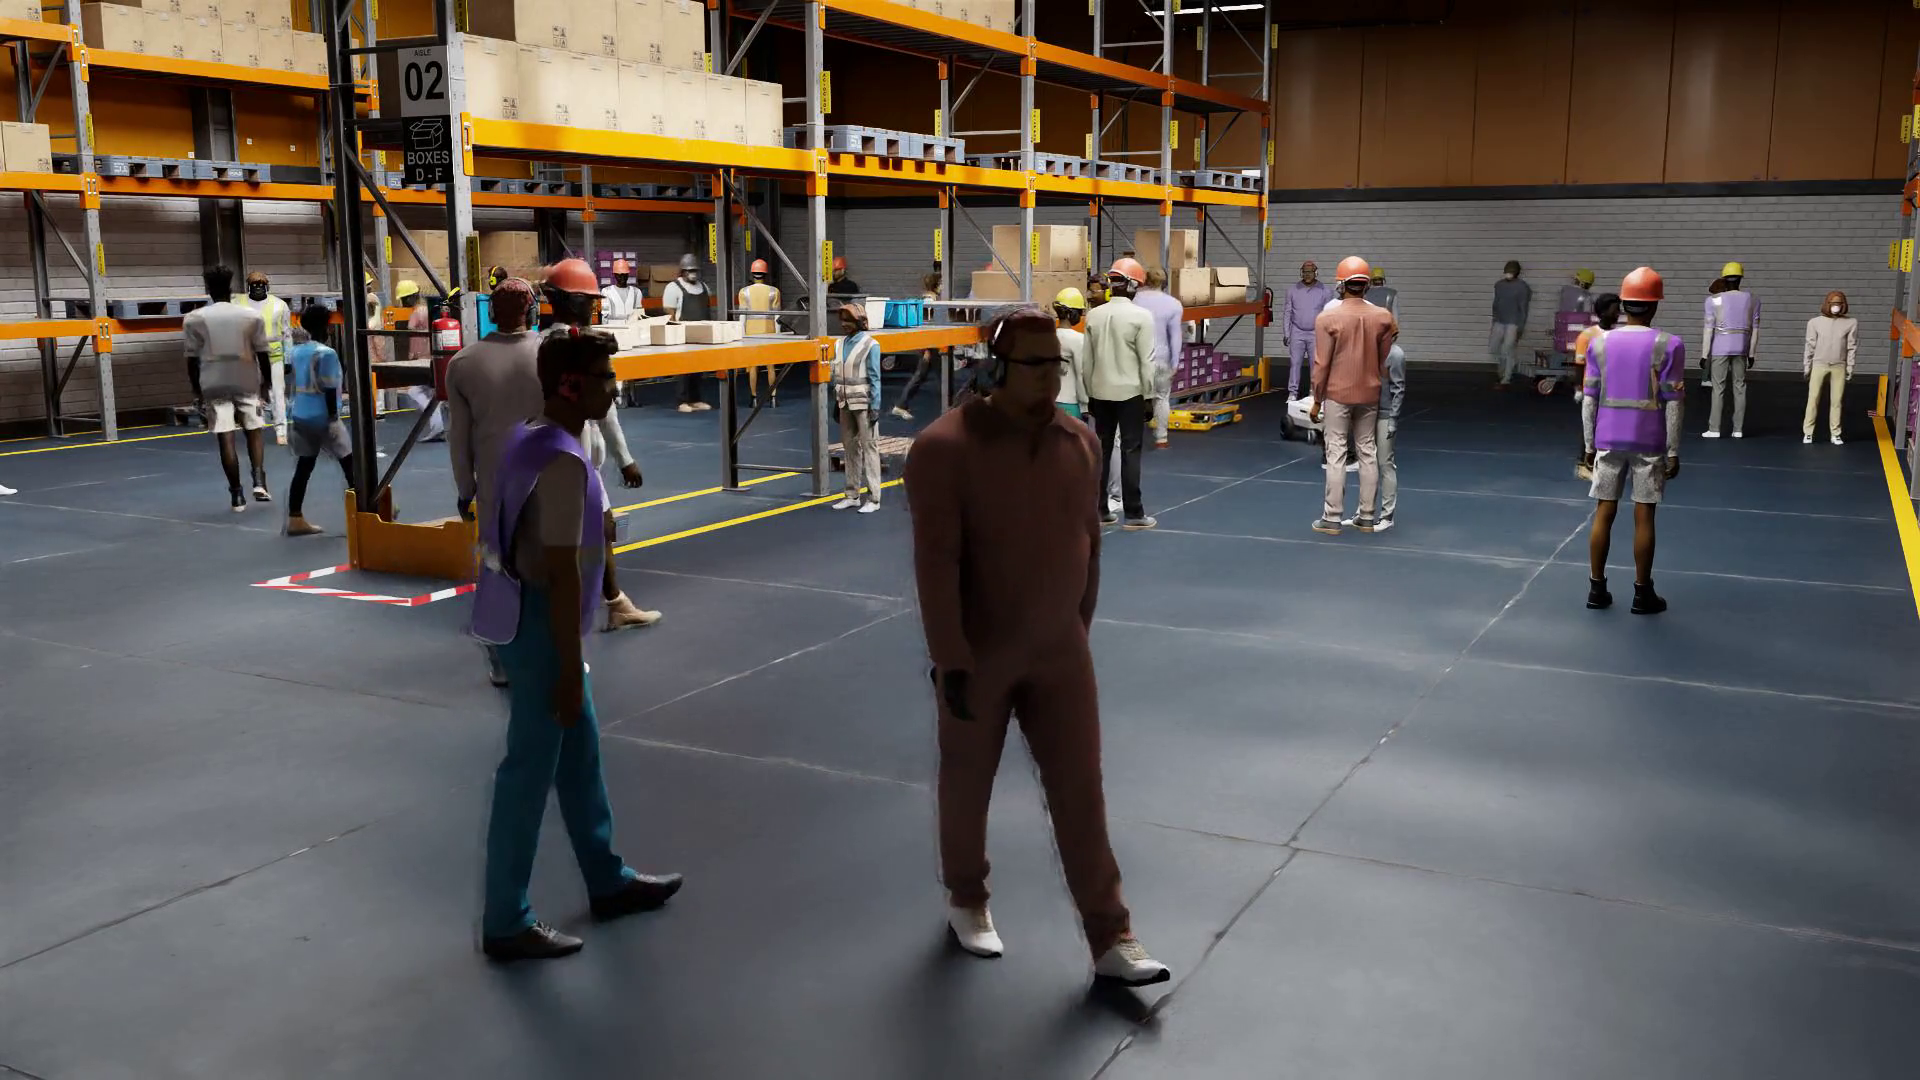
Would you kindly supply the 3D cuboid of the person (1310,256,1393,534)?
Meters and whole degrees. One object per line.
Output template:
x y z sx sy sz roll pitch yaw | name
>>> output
2.807 -1.032 11.985 0.608 1.995 0.377 -3 10 -15 | person

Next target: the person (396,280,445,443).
-5.729 -1.889 17.684 0.457 1.725 0.552 -5 11 -26 | person

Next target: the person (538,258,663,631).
-2.013 -0.443 8.576 0.977 2.004 0.617 -7 12 -36 | person

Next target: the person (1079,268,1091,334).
1.791 -2.861 23.014 0.621 1.845 0.429 2 10 9 | person

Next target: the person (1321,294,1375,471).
3.594 -1.589 15.471 0.385 1.910 0.599 -6 11 -30 | person

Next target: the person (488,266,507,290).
-5.341 -2.239 19.331 0.316 1.870 0.532 3 10 16 | person

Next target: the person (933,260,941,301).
-0.385 -4.315 31.150 0.638 1.938 0.356 -9 13 -43 | person

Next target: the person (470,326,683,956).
-1.113 0.299 4.877 0.749 1.806 0.602 -3 10 -19 | person

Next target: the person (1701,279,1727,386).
11.463 -3.142 25.265 0.273 1.629 0.500 5 11 25 | person

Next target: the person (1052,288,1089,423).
0.810 -1.047 12.764 0.341 1.760 0.526 -7 12 -37 | person

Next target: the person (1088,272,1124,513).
1.116 -1.140 12.963 0.332 1.874 0.520 -5 11 -26 | person

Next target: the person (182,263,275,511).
-5.752 -1.195 13.093 0.617 1.936 0.482 -5 11 -28 | person

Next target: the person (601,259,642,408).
-4.395 -2.682 21.702 0.545 1.938 0.356 -5 11 -26 | person

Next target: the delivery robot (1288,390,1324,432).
3.779 -1.359 17.769 0.477 0.478 0.707 -2 10 -11 | delivery robot

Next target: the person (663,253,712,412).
-3.415 -2.653 21.233 0.536 2.000 0.699 10 14 44 | person

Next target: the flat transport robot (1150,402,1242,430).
2.775 -1.456 19.420 0.652 0.197 1.431 5 11 26 | flat transport robot

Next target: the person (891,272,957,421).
-0.389 -2.316 19.983 0.945 1.808 0.522 -1 10 -6 | person

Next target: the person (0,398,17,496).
-8.218 -1.301 13.781 0.641 1.913 0.408 3 10 16 | person

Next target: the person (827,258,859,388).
-1.854 -3.274 25.113 1.029 1.935 0.643 -9 13 -43 | person

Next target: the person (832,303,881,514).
-0.801 -1.026 13.002 0.313 1.633 0.517 -9 13 -43 | person

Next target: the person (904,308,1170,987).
0.195 0.314 4.570 0.647 1.870 0.849 -5 11 -25 | person

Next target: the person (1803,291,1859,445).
9.195 -1.817 17.603 0.493 1.627 0.284 3 10 19 | person

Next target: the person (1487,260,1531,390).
8.056 -3.151 24.471 0.431 1.918 0.662 -6 11 -30 | person

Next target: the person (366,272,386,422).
-7.099 -2.316 19.910 0.404 1.824 0.591 -6 11 -29 | person

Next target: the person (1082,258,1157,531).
1.183 -1.065 12.206 0.612 1.984 0.407 8 13 40 | person

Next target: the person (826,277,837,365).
-2.035 -3.670 27.495 0.611 1.906 0.516 -3 10 -15 | person

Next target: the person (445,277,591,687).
-2.040 -0.262 7.778 0.639 1.910 0.407 -1 10 -5 | person

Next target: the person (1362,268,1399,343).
6.093 -3.055 24.274 0.616 1.786 0.877 3 10 16 | person

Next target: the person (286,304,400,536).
-4.568 -0.873 12.055 0.537 1.648 0.826 8 13 38 | person

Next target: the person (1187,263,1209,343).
3.781 -3.469 26.434 0.346 1.879 0.583 8 12 38 | person

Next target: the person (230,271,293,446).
-7.332 -1.896 17.461 0.624 1.837 0.429 -3 10 -18 | person

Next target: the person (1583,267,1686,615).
3.783 -0.552 9.355 0.549 1.942 0.347 8 13 39 | person

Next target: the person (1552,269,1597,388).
9.213 -3.177 25.042 0.406 1.783 0.698 -6 12 -33 | person

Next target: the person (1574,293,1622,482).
5.645 -1.299 14.464 0.548 1.671 0.715 -6 11 -30 | person

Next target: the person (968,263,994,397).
0.358 -2.737 22.151 0.588 1.889 0.714 -5 11 -27 | person

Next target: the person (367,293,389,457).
-5.881 -1.634 16.582 0.522 1.618 0.535 7 12 36 | person

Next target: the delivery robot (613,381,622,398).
-4.715 -1.997 21.461 0.477 0.478 0.707 9 13 41 | delivery robot

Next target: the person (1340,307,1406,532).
3.034 -0.880 12.148 0.280 1.633 0.500 -5 11 -26 | person

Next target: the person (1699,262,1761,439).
8.371 -2.055 18.121 0.585 1.920 0.383 1 10 5 | person

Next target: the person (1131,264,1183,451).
1.925 -1.818 16.784 0.633 1.914 0.821 4 10 20 | person

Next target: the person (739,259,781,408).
-2.605 -2.683 21.703 0.546 1.939 0.375 -1 10 -5 | person

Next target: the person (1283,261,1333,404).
4.634 -2.754 22.204 0.651 1.906 0.409 2 10 13 | person
